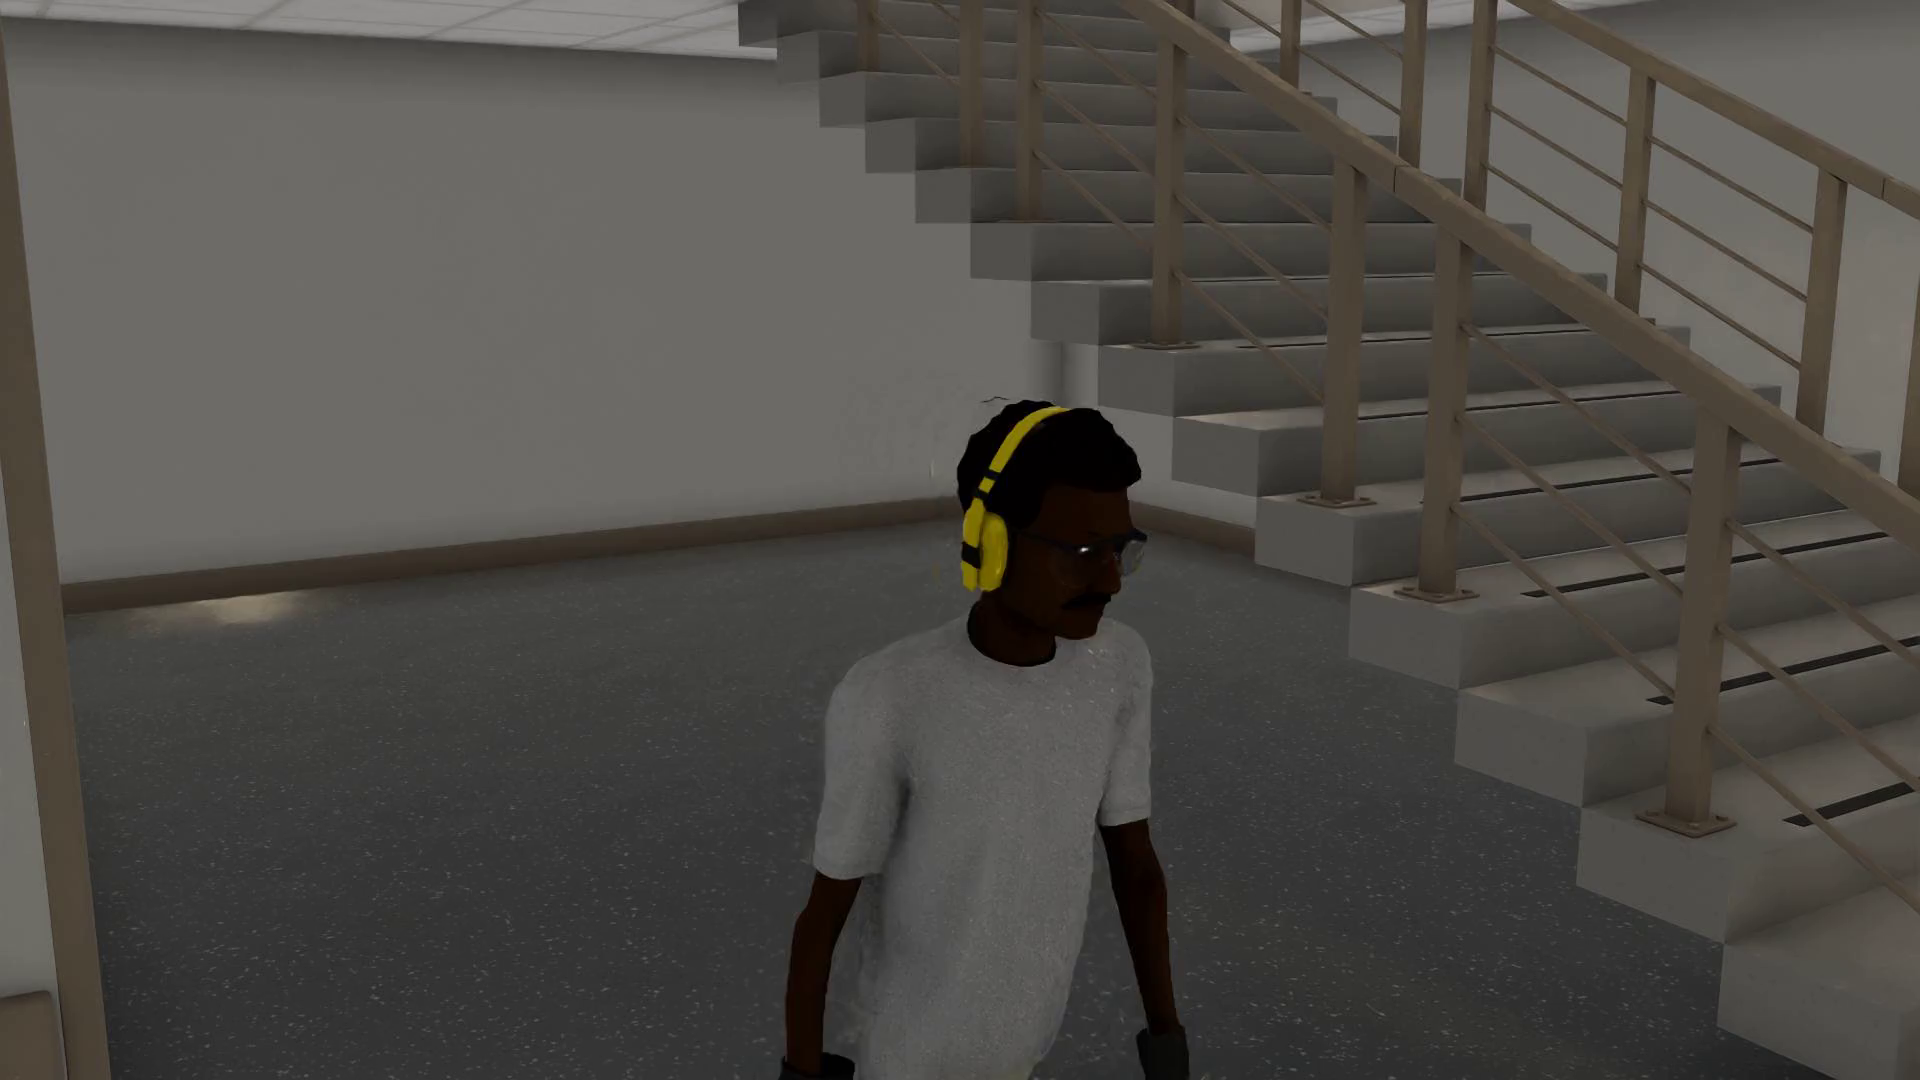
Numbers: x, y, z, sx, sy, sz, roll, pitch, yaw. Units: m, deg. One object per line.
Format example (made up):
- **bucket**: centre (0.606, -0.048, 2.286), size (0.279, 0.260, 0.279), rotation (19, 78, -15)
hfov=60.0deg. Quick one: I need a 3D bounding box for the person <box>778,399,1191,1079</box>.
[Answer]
- **person**: centre (0.052, 0.715, 2.212), size (1.037, 1.802, 0.484), rotation (10, 15, 43)
